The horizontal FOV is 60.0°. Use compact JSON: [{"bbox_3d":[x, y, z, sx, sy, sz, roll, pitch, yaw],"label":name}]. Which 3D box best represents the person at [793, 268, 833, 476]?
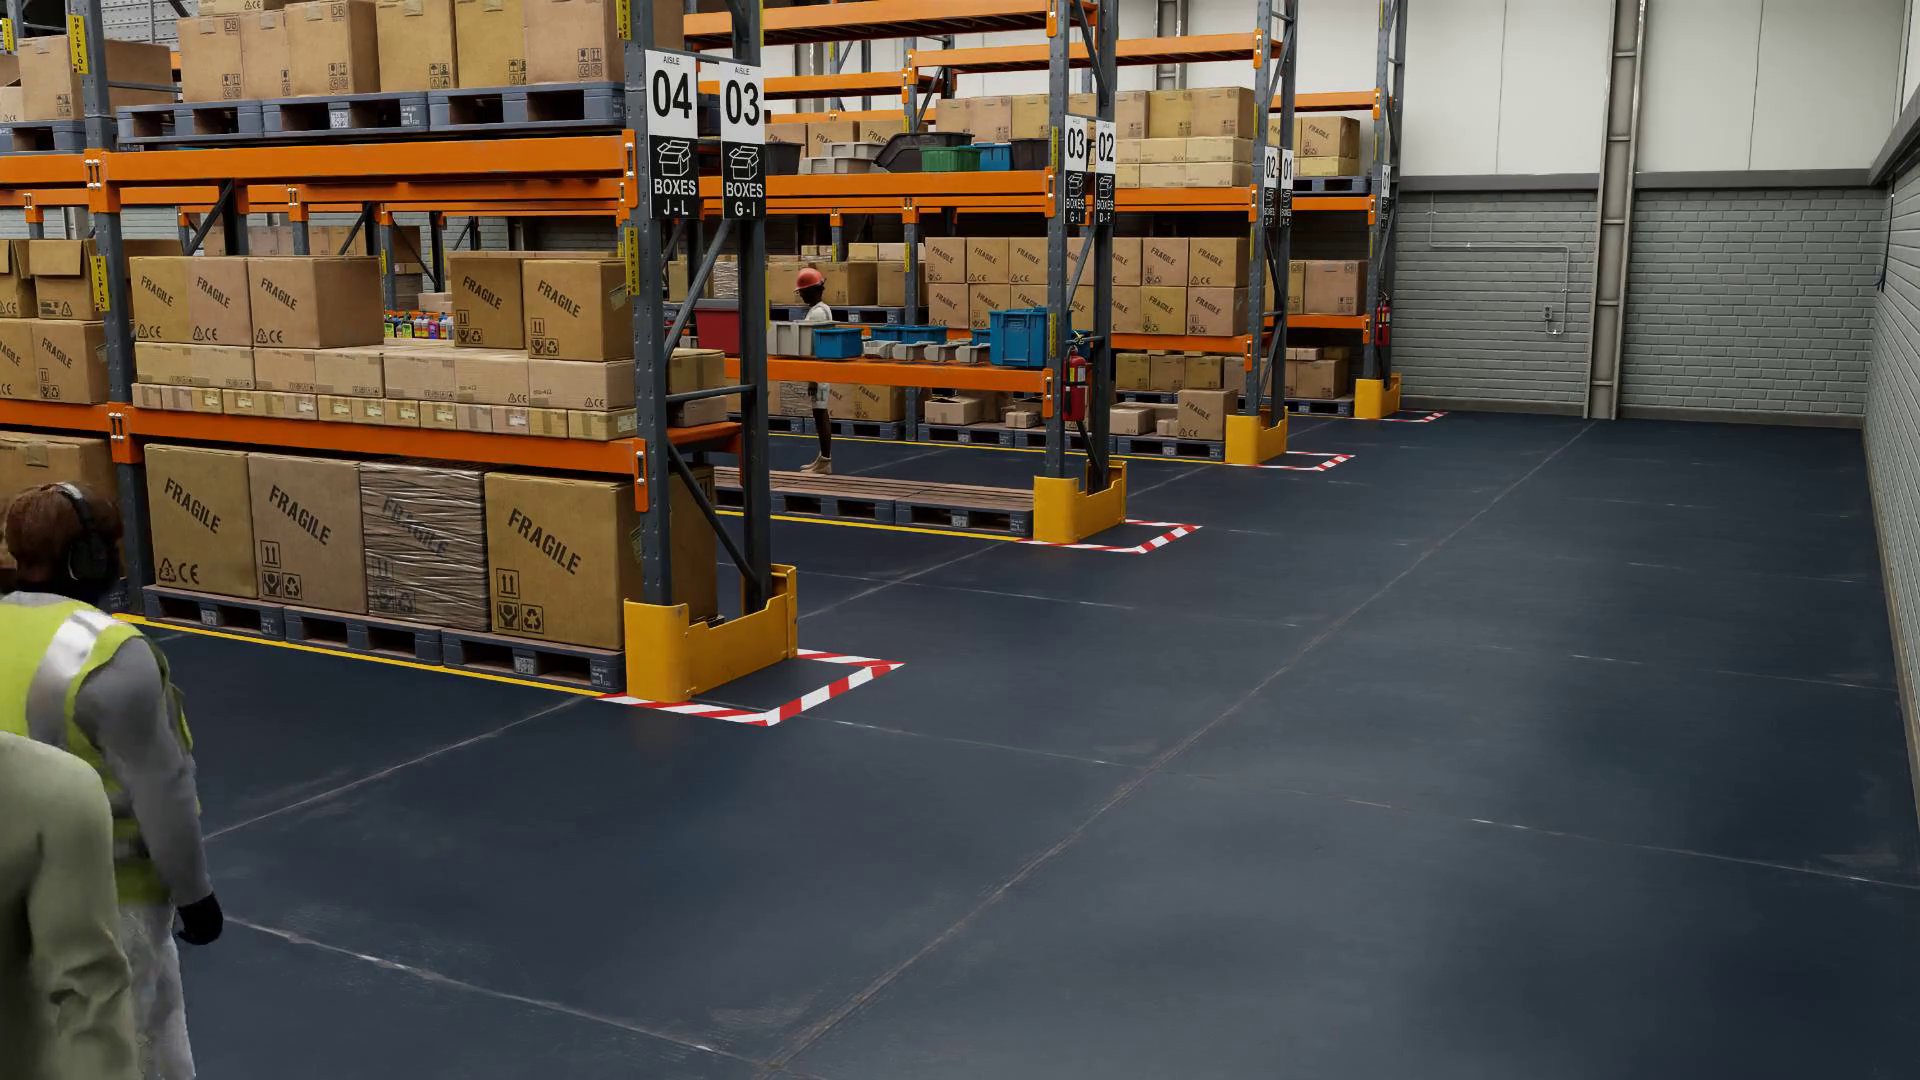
[{"bbox_3d":[-1.419,-1.625,16.226,0.389,2.034,0.605,0,10,-2],"label":"person"}]

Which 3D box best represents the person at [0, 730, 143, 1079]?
[{"bbox_3d":[-1.522,0.942,2.391,0.631,1.962,0.791,-3,11,-17],"label":"person"}]

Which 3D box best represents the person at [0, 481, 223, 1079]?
[{"bbox_3d":[-2.037,0.776,3.794,0.623,1.819,0.870,7,13,35],"label":"person"}]
